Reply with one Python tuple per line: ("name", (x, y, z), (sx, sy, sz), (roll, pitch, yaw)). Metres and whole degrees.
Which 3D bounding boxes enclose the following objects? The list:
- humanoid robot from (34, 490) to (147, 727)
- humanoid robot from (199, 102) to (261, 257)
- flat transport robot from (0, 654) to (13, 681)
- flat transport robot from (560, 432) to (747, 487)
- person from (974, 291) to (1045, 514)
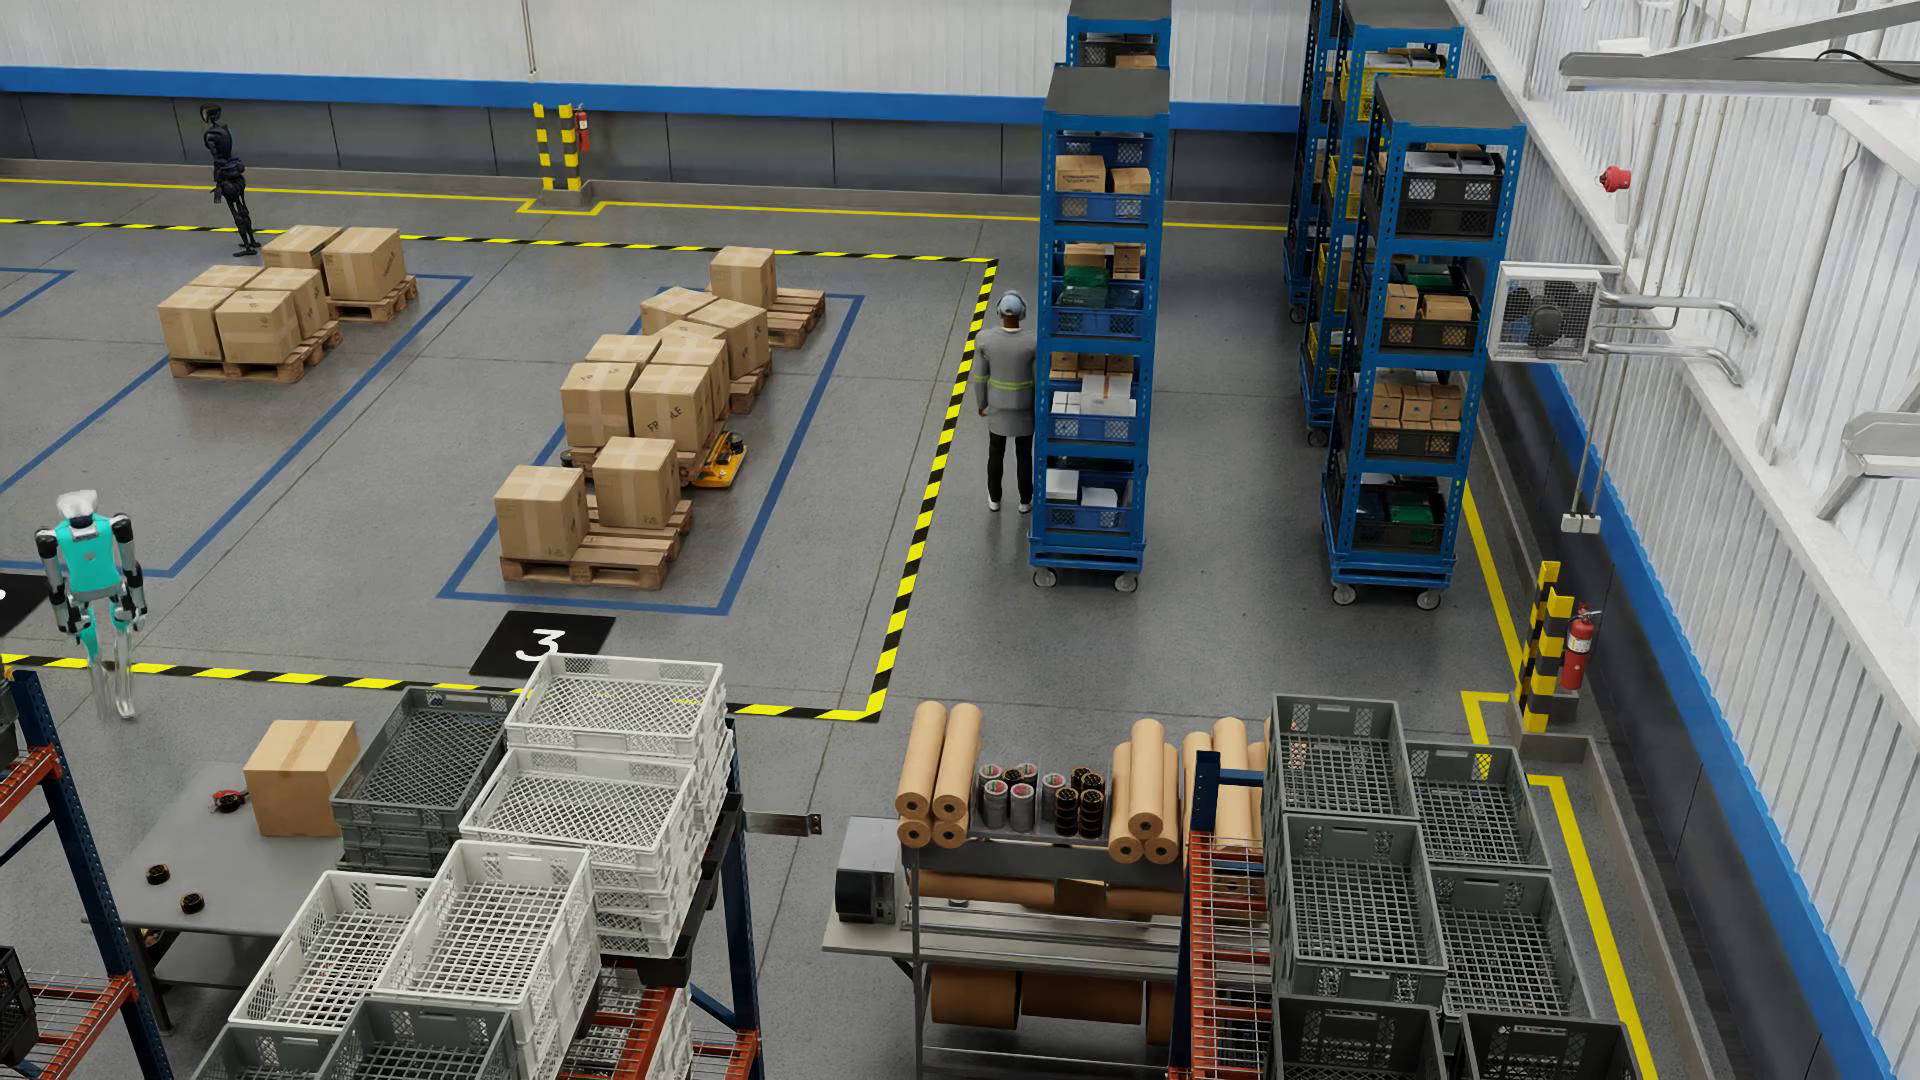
("humanoid robot", (-5.432, 0.433, 10.540), (0.562, 1.849, 0.776), (-17, 34, -27))
("humanoid robot", (-7.906, -3.901, 17.961), (0.315, 1.655, 0.599), (-2, 30, -4))
("flat transport robot", (-7.142, 0.969, 11.010), (1.431, 0.231, 0.659), (3, 30, 6))
("flat transport robot", (-2.554, -0.707, 13.861), (1.431, 0.197, 0.652), (3, 30, 6))
("person", (0.403, -1.068, 12.934), (0.588, 1.853, 0.369), (6, 31, 10))
